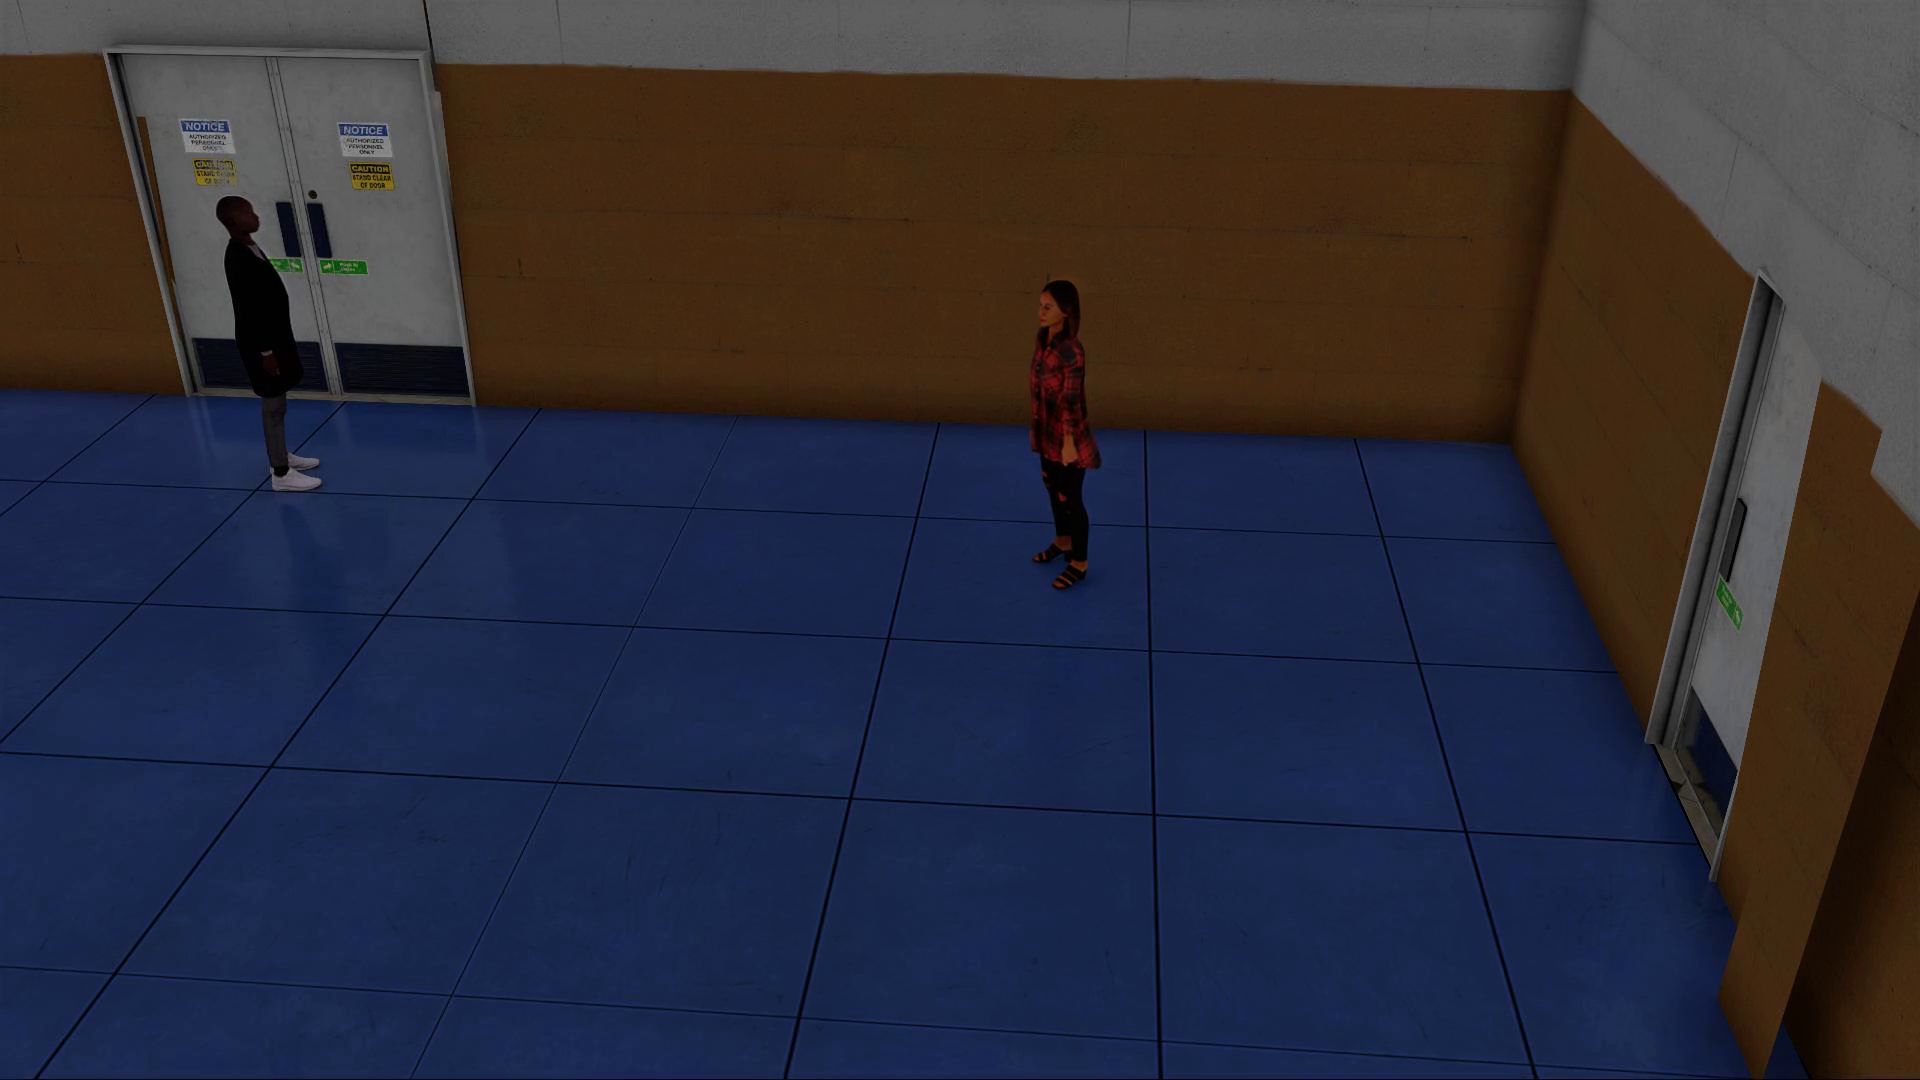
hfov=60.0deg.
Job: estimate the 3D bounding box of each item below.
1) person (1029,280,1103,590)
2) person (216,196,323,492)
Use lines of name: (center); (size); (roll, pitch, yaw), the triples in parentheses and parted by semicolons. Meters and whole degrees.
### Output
person: (0.534, -0.556, 8.681); (0.764, 1.695, 0.649); (-10, 30, -18)
person: (-4.074, -1.148, 9.695); (0.781, 1.762, 0.640); (-10, 30, -17)
